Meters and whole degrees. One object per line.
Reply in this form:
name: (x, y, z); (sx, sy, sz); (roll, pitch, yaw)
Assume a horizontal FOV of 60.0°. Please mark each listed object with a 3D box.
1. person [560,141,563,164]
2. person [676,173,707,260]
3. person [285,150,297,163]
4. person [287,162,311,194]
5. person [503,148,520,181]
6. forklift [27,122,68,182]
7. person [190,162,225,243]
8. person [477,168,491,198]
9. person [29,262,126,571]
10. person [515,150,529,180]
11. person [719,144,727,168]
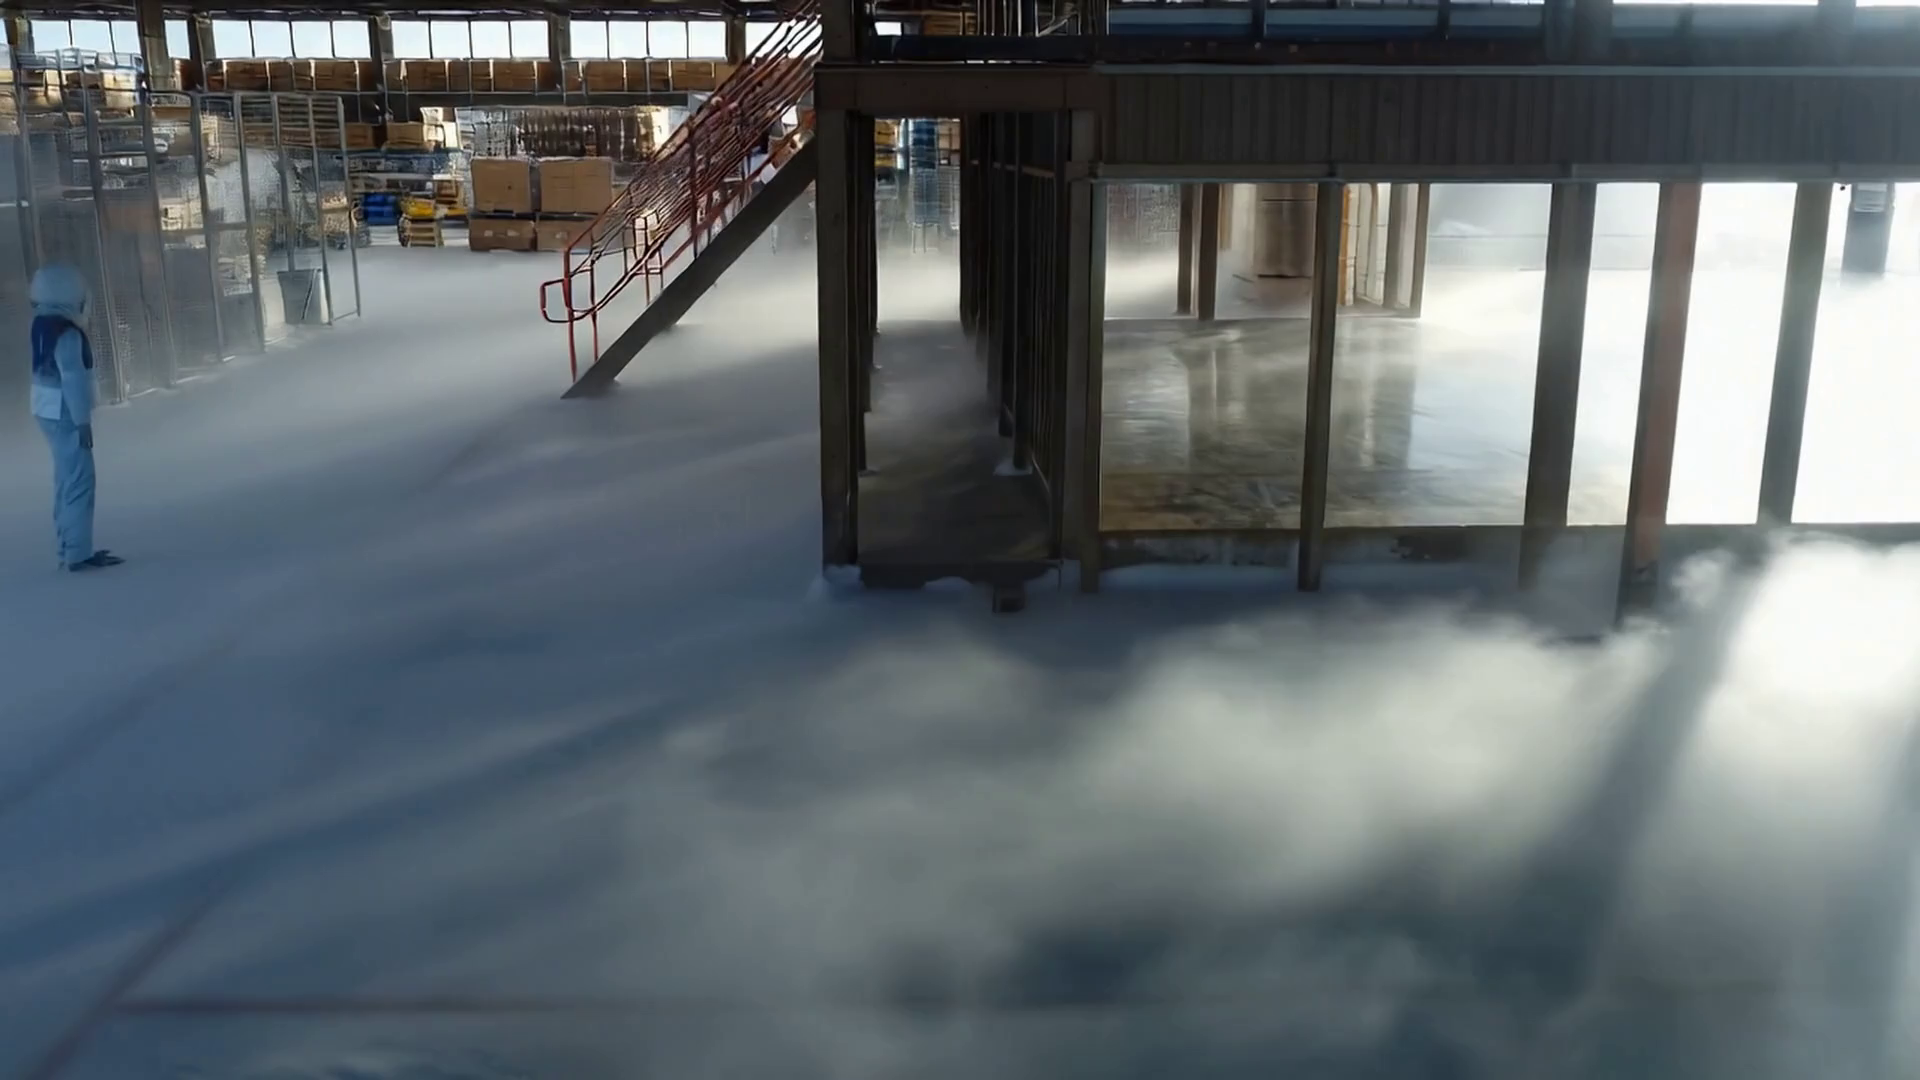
person: (-21.762, -20.920, 91.047); (0.383, 1.842, 0.570); (-3, 14, -13)
person: (-5.058, -5.990, 31.396); (0.571, 1.846, 0.951); (-5, 15, -20)
person: (-22.896, -12.439, 57.117); (0.654, 1.865, 0.956); (2, 14, 10)
person: (-16.181, -8.335, 40.778); (0.591, 1.829, 0.404); (-11, 18, -38)
person: (-14.672, -11.872, 54.616); (0.650, 1.969, 1.092); (-1, 14, -5)
forklift: (-35.376, -14.773, 64.377); (1.129, 2.768, 1.873); (-1, 14, -2)
person: (-16.186, -7.138, 35.759); (0.679, 1.936, 0.840); (-7, 16, -27)
person: (-11.343, -8.070, 39.964); (0.875, 1.696, 0.513); (4, 14, 14)
person: (-5.530, -0.753, 10.317); (0.384, 1.913, 0.593); (-13, 19, -41)
person: (-14.138, -11.598, 53.651); (0.554, 1.911, 0.585); (8, 16, 31)
person: (-11.315, -17.957, 79.222); (0.404, 1.836, 0.590); (-6, 15, -22)
